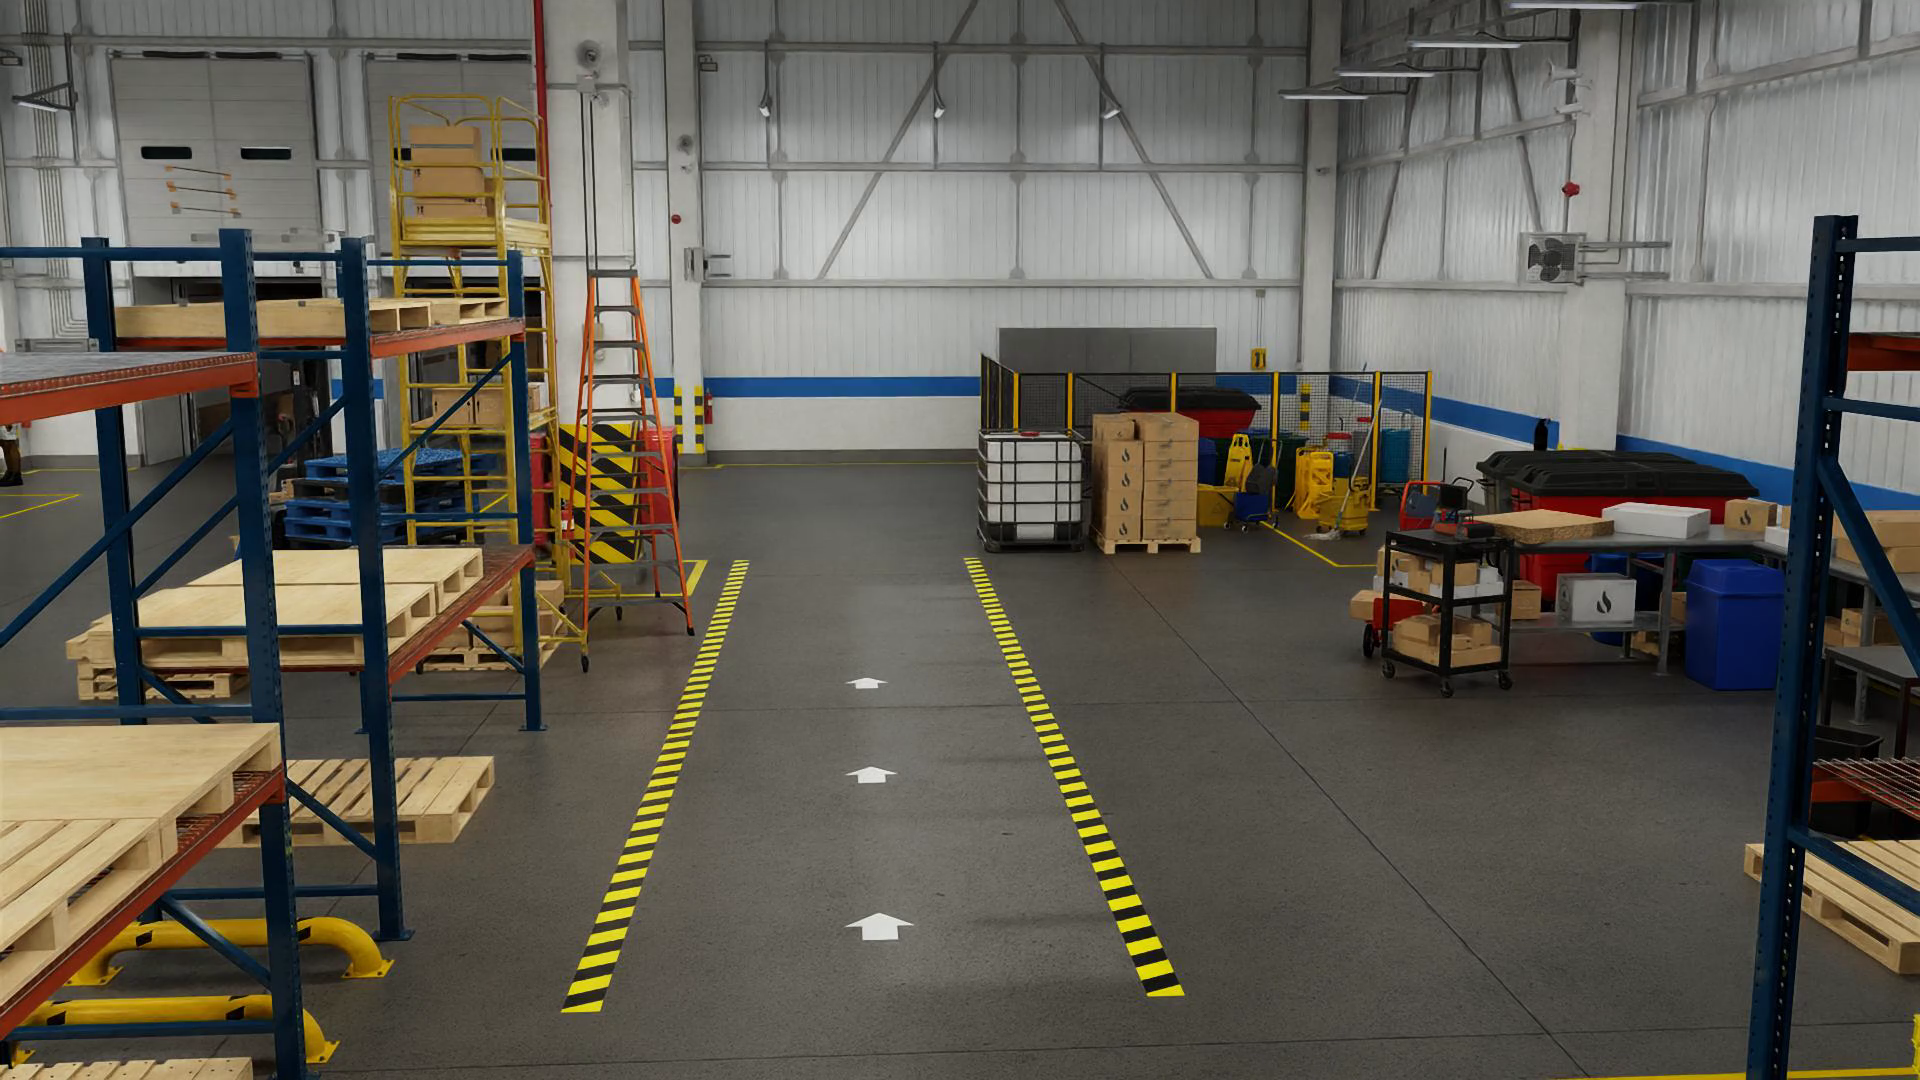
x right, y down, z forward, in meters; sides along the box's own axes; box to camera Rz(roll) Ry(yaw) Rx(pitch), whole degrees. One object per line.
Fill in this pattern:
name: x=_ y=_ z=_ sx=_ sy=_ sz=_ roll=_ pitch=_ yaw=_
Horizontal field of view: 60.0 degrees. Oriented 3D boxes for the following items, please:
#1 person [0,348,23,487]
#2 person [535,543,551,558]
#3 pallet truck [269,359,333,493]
person: x=-13.095 y=-1.689 z=22.722 sx=0.544 sy=1.930 sz=0.389 roll=8 pitch=12 yaw=41
person: x=-3.921 y=-0.723 z=16.830 sx=1.021 sy=1.885 sz=0.713 roll=-1 pitch=9 yaw=-3
pallet truck: x=-7.062 y=-1.131 z=18.996 sx=1.885 sy=1.965 sz=0.823 roll=2 pitch=9 yaw=13
